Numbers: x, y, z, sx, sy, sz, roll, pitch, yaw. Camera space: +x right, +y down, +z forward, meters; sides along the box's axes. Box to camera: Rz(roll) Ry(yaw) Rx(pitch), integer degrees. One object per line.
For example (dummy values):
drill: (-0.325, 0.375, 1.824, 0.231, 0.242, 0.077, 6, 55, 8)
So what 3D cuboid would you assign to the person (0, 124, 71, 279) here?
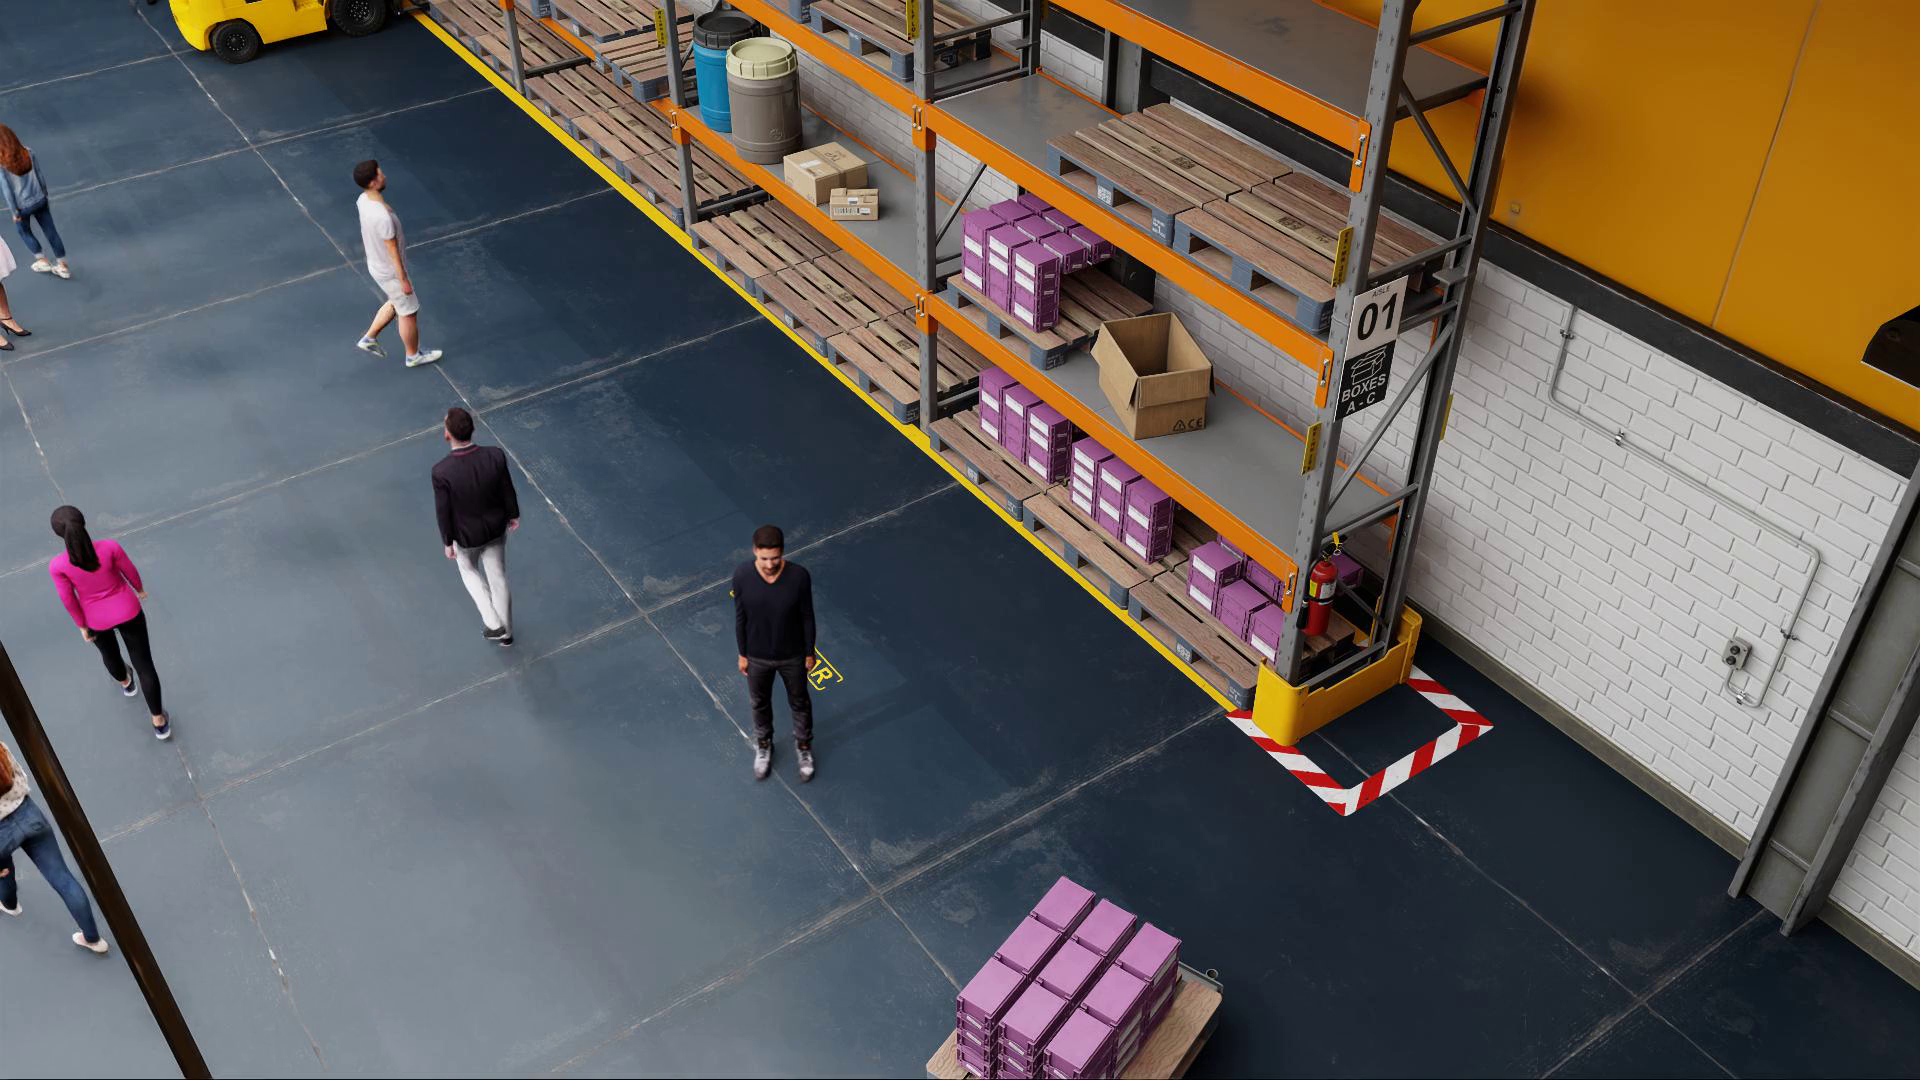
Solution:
person: (-8.186, -2.970, 14.718, 0.775, 1.465, 0.724, 20, 43, 23)

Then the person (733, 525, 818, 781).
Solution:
person: (-1.092, 0.645, 9.870, 0.721, 1.867, 0.746, 0, 39, -1)

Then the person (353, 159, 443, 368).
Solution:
person: (-4.691, -2.170, 13.413, 0.756, 1.844, 0.806, -21, 43, -24)

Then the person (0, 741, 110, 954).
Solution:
person: (-4.968, 1.589, 8.834, 1.183, 1.685, 0.871, 22, 44, 26)

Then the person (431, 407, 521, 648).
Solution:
person: (-3.062, -0.006, 10.714, 0.697, 1.831, 0.626, -21, 43, -25)

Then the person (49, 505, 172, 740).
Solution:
person: (-5.159, 0.521, 10.186, 0.681, 1.666, 1.023, -18, 42, -21)
